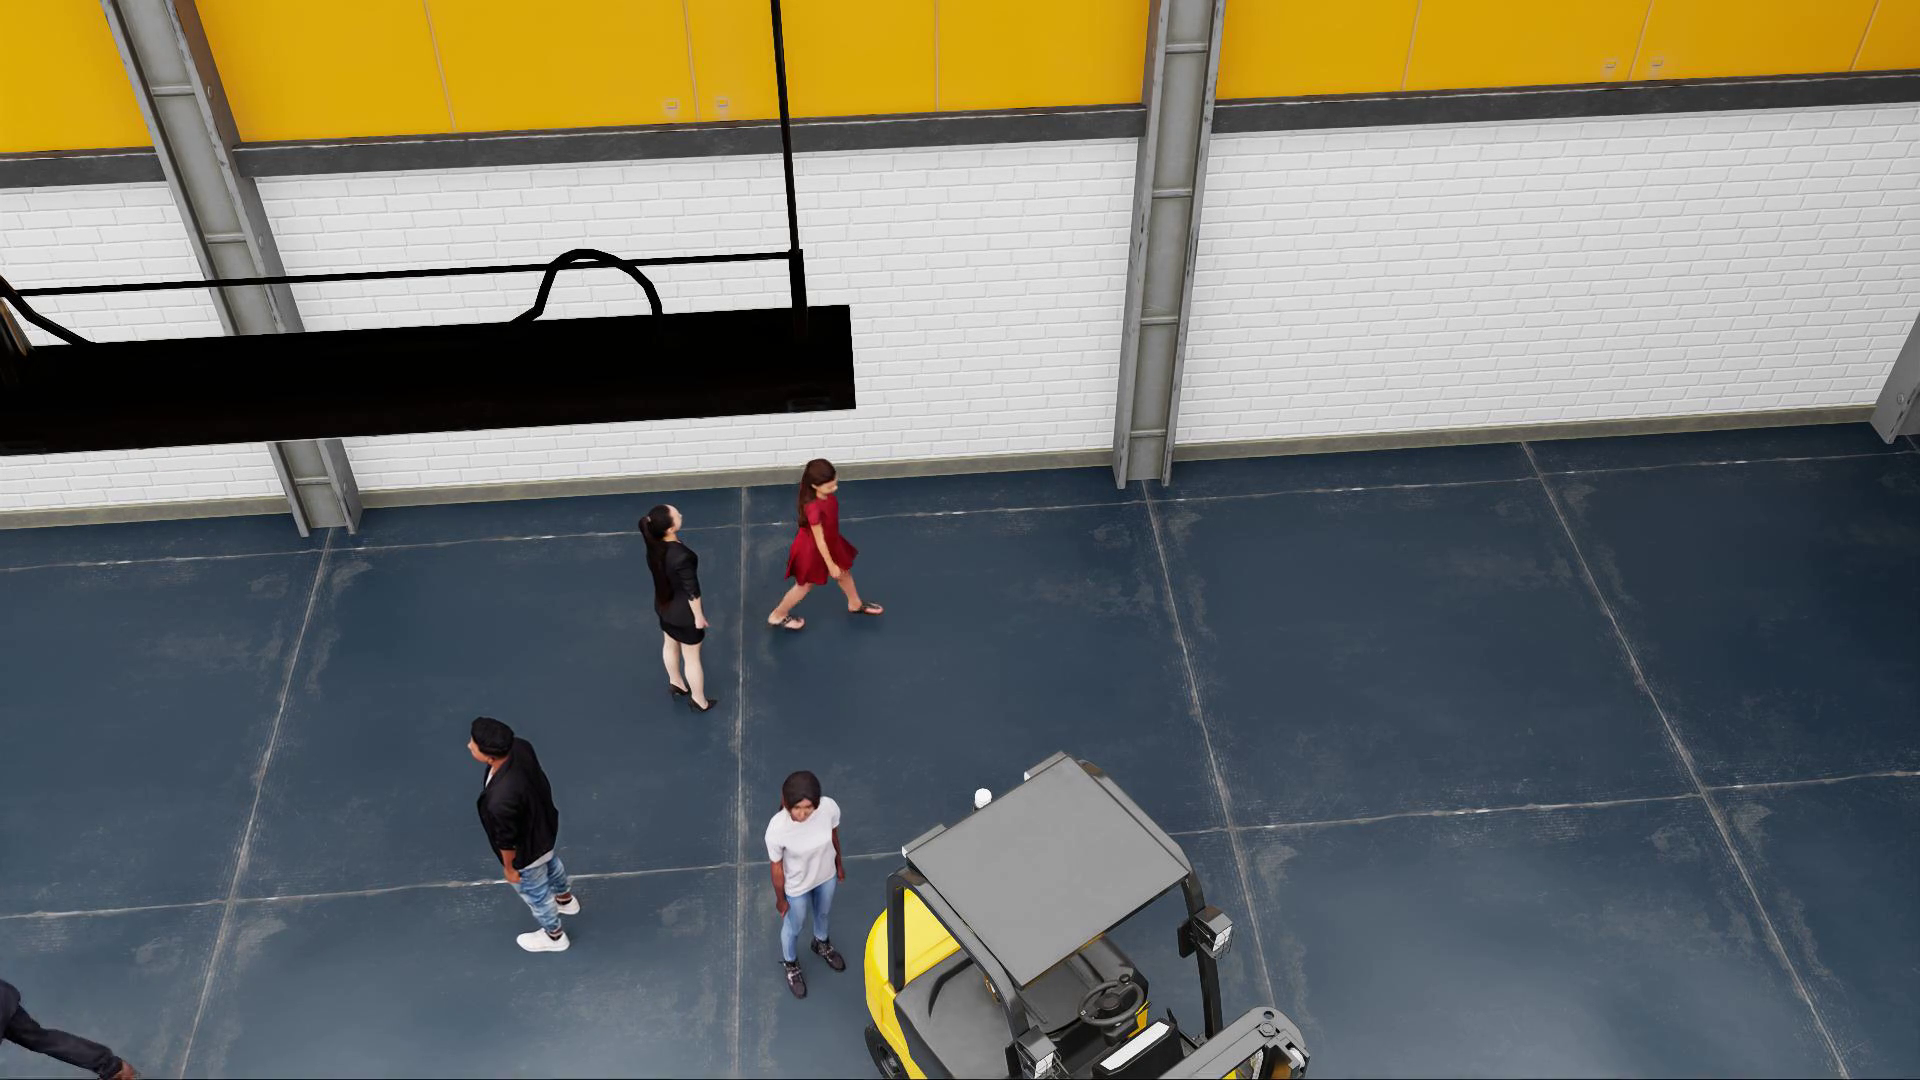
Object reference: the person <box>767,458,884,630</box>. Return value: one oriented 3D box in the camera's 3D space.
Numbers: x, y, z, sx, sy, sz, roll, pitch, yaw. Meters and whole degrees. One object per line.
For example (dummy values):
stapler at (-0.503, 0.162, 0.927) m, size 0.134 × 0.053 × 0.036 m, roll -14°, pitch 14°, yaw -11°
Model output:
person at (-1.005, 0.052, 10.908) m, size 1.040 × 1.520 × 0.710 m, roll 3°, pitch 44°, yaw 4°

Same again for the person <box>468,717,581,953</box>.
person at (-2.362, 1.603, 9.073) m, size 0.607 × 1.805 × 0.698 m, roll 0°, pitch 44°, yaw 0°

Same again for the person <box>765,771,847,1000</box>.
person at (-0.821, 1.816, 8.911) m, size 0.610 × 1.721 × 0.719 m, roll -26°, pitch 49°, yaw -25°

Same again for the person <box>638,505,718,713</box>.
person at (-1.765, 0.428, 10.385) m, size 0.710 × 1.696 × 0.670 m, roll -34°, pitch 53°, yaw -30°
